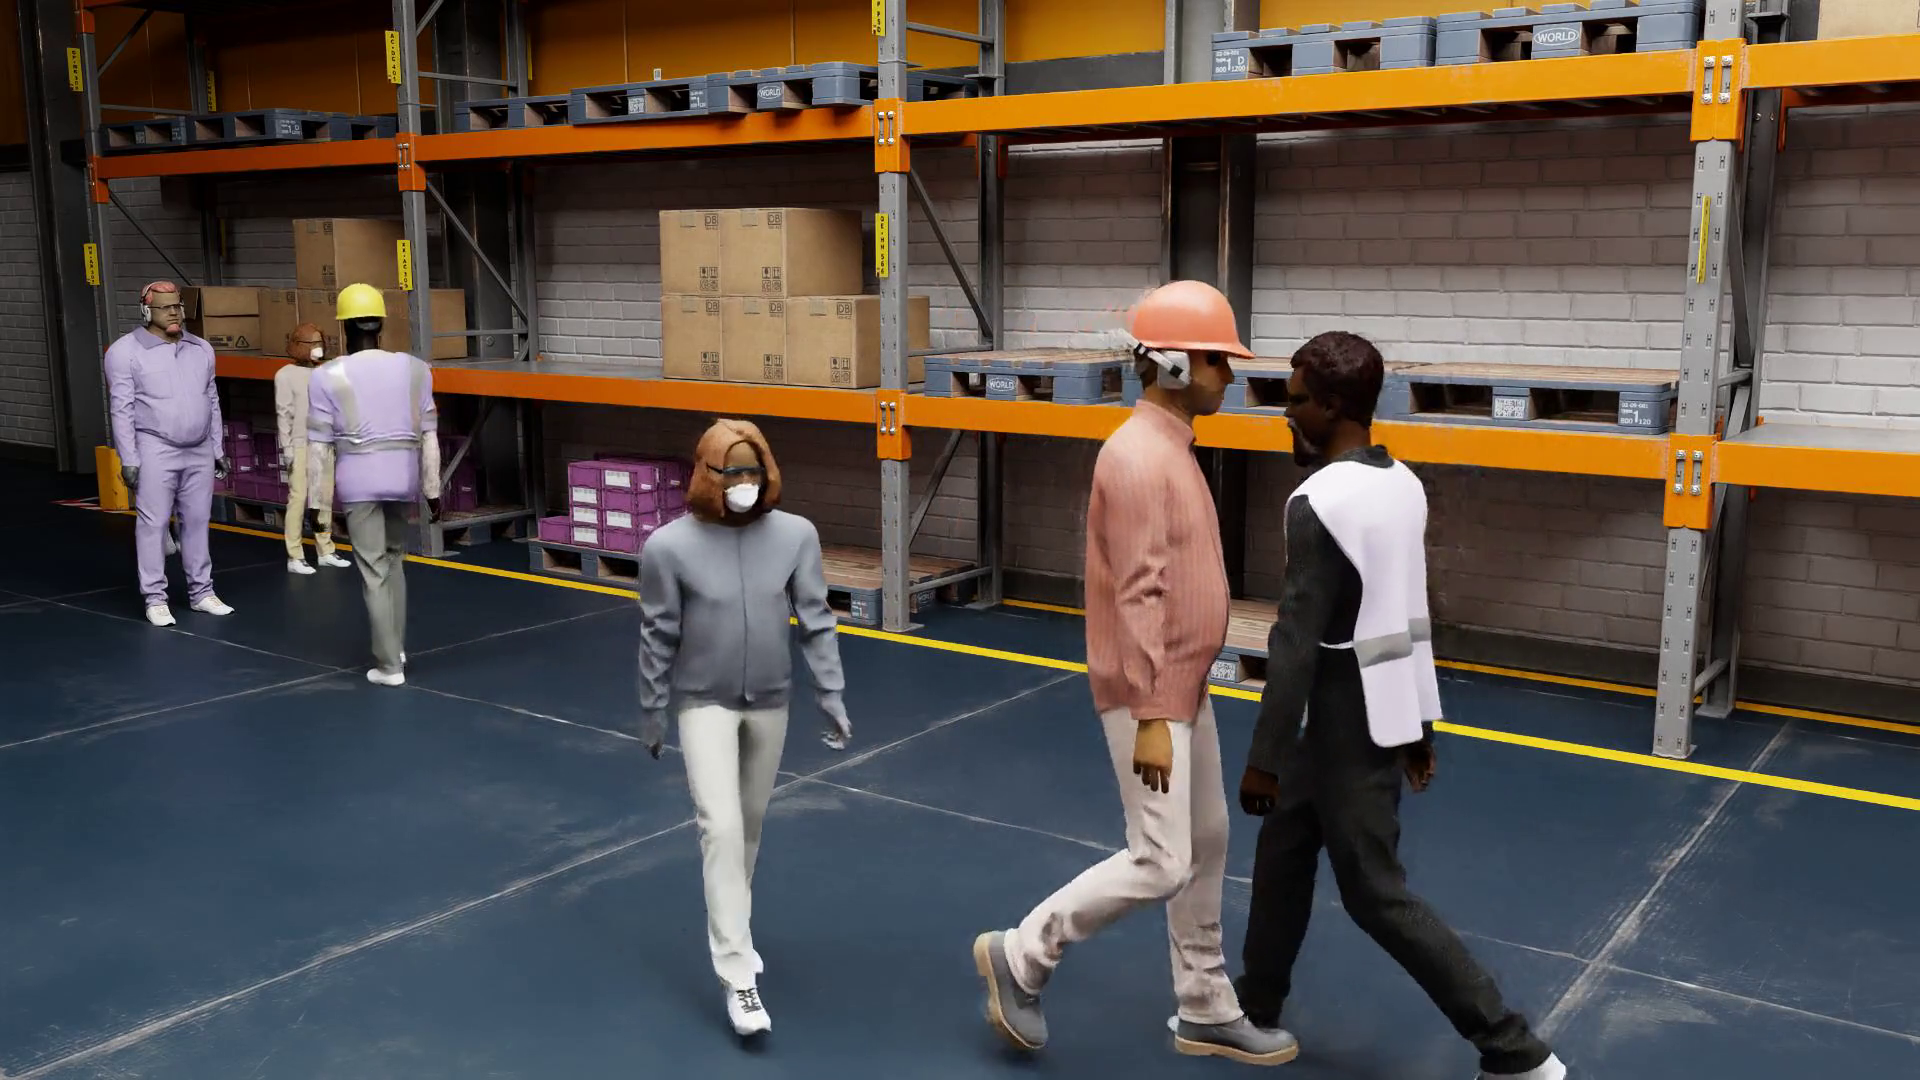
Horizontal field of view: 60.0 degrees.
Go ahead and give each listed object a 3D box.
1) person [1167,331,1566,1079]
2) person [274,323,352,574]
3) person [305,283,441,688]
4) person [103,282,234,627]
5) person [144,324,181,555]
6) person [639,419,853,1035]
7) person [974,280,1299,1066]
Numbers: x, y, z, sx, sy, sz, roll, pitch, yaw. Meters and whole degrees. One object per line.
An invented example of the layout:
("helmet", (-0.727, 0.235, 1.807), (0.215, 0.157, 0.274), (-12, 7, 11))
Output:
("person", (0.986, 0.441, 3.971), (0.972, 1.874, 0.590), (5, 11, 28))
("person", (-4.216, -0.595, 10.825), (0.284, 1.627, 0.497), (5, 11, 26))
("person", (-2.843, -0.259, 7.956), (0.612, 1.907, 0.650), (-9, 13, -44))
("person", (-4.400, -0.484, 9.319), (0.408, 1.908, 0.646), (6, 11, 32))
("person", (-5.406, -0.670, 11.325), (0.534, 1.609, 0.633), (-6, 12, -34))
("person", (-0.556, 0.481, 4.460), (0.518, 1.597, 0.792), (-5, 11, -29))
("person", (0.452, 0.357, 4.092), (0.692, 1.981, 0.649), (3, 10, 18))
